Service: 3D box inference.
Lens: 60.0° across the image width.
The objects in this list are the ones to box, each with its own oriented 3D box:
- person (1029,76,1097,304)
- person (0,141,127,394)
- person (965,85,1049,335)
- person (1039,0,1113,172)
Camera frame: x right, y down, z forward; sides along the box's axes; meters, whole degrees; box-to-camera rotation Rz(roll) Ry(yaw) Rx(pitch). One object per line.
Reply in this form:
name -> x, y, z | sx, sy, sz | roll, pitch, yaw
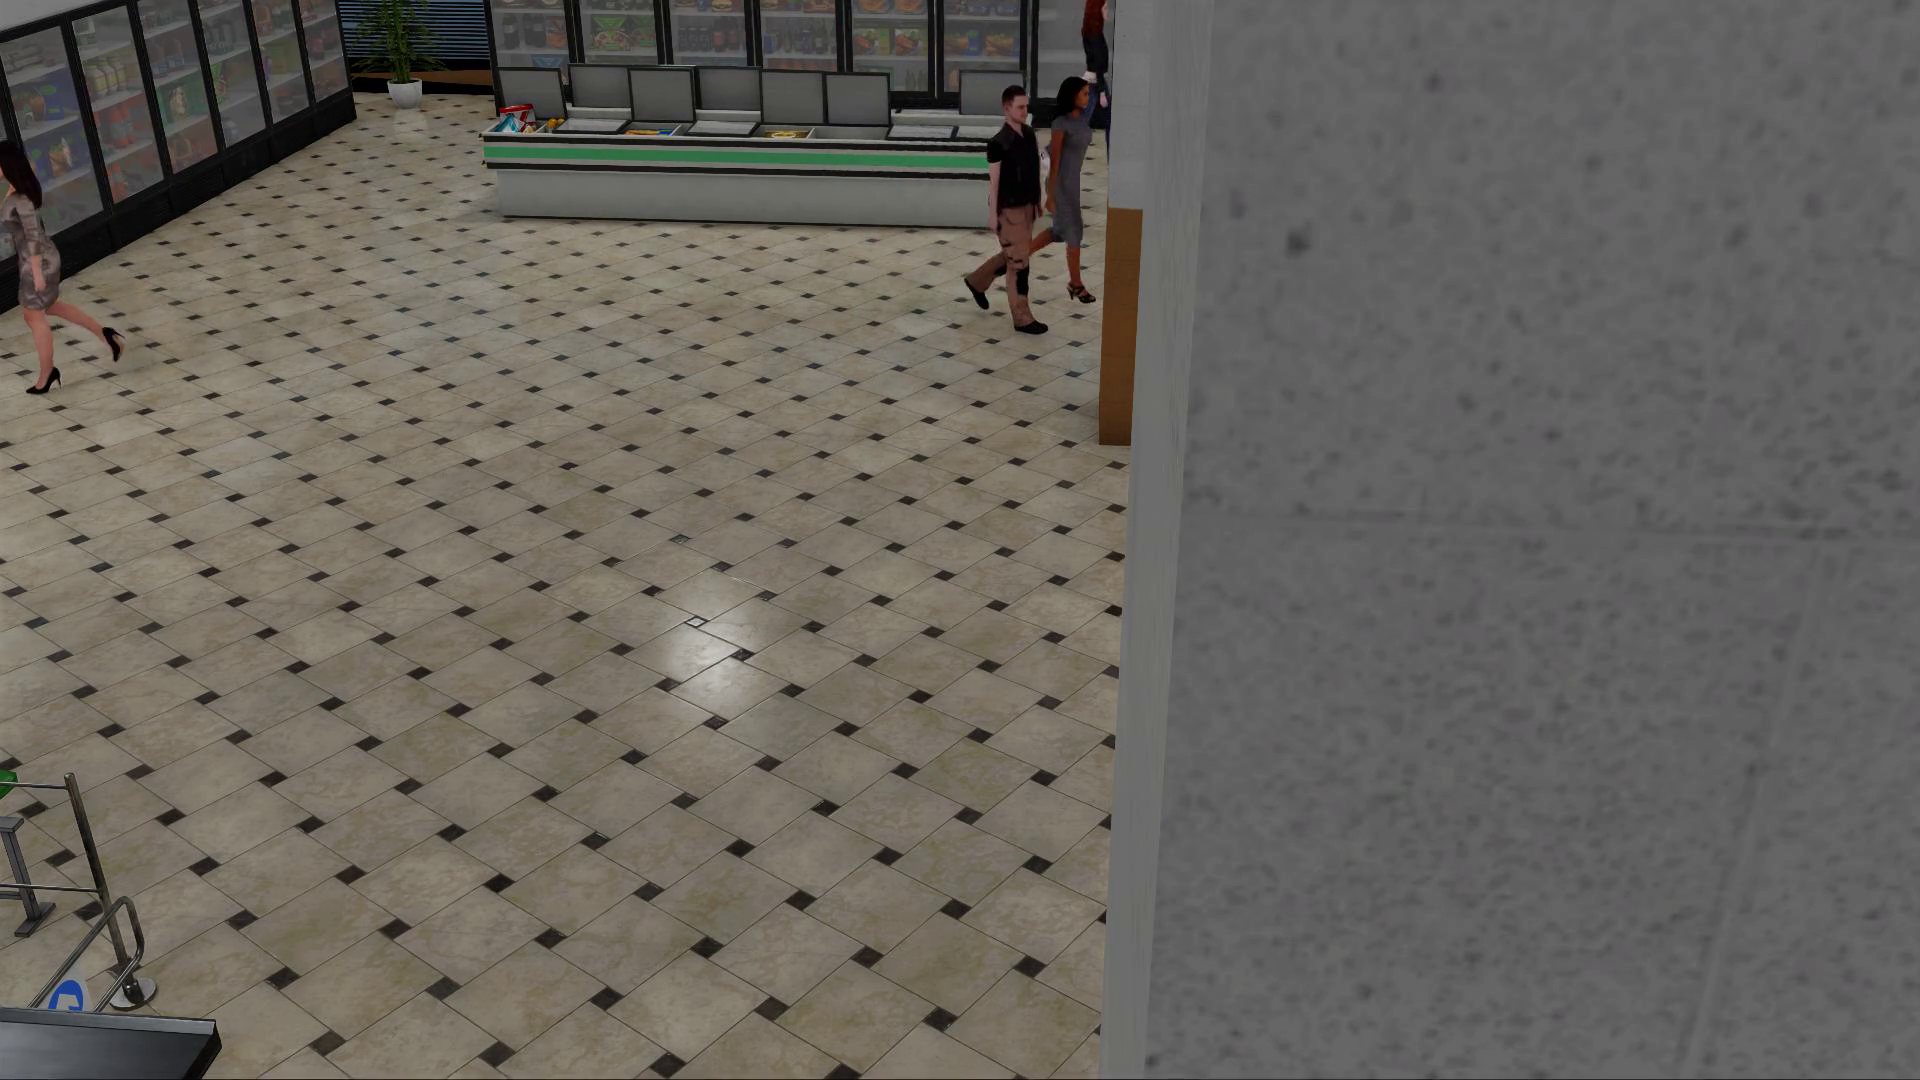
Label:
person -> 0.715, -2.704, 12.964 | 1.130, 1.744, 0.854 | 15, 30, 27
person -> -6.205, -1.862, 11.318 | 1.025, 1.730, 0.869 | -11, 29, -20
person -> 0.332, -2.491, 12.459 | 1.202, 1.821, 0.999 | 16, 31, 28
person -> 1.220, -4.357, 16.216 | 1.215, 1.751, 0.587 | 3, 27, 6
